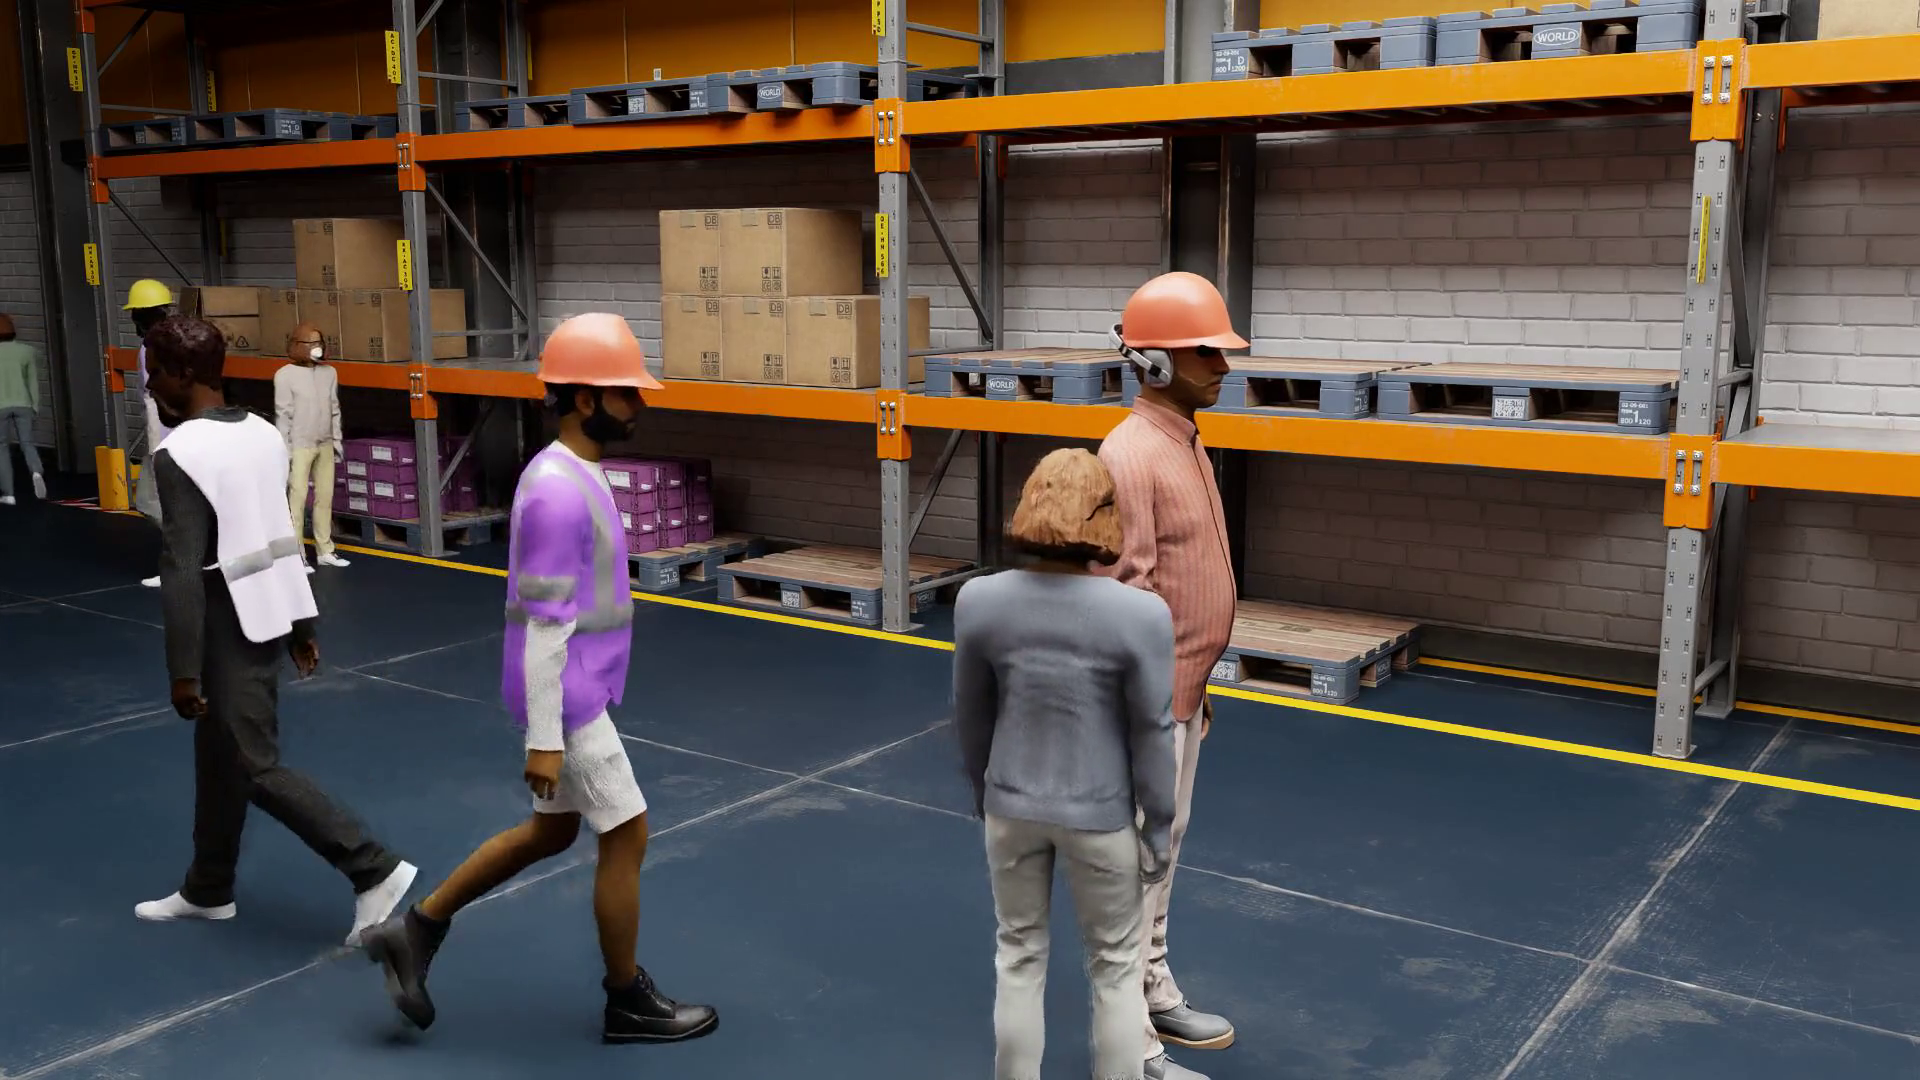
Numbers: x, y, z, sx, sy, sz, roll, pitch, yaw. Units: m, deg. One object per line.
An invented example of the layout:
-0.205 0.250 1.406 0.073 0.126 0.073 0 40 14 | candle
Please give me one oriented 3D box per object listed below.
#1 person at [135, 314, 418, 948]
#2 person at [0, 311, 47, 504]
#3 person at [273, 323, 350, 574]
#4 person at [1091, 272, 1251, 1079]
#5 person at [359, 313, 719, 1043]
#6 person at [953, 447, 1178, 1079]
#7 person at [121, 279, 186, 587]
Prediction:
-2.077 0.271 4.926 0.889 1.883 0.616 0 10 2 | person
-7.831 -1.081 13.728 0.543 1.613 0.499 9 13 43 | person
-4.231 -0.597 10.831 0.286 1.626 0.493 5 11 26 | person
0.498 0.355 4.060 0.381 1.995 0.611 3 10 18 | person
-1.100 0.380 4.209 0.844 1.905 0.556 -2 10 -9 | person
0.231 0.605 3.667 0.516 1.630 0.334 3 10 19 | person
-4.864 -0.635 10.191 0.458 1.913 0.615 0 10 -1 | person
